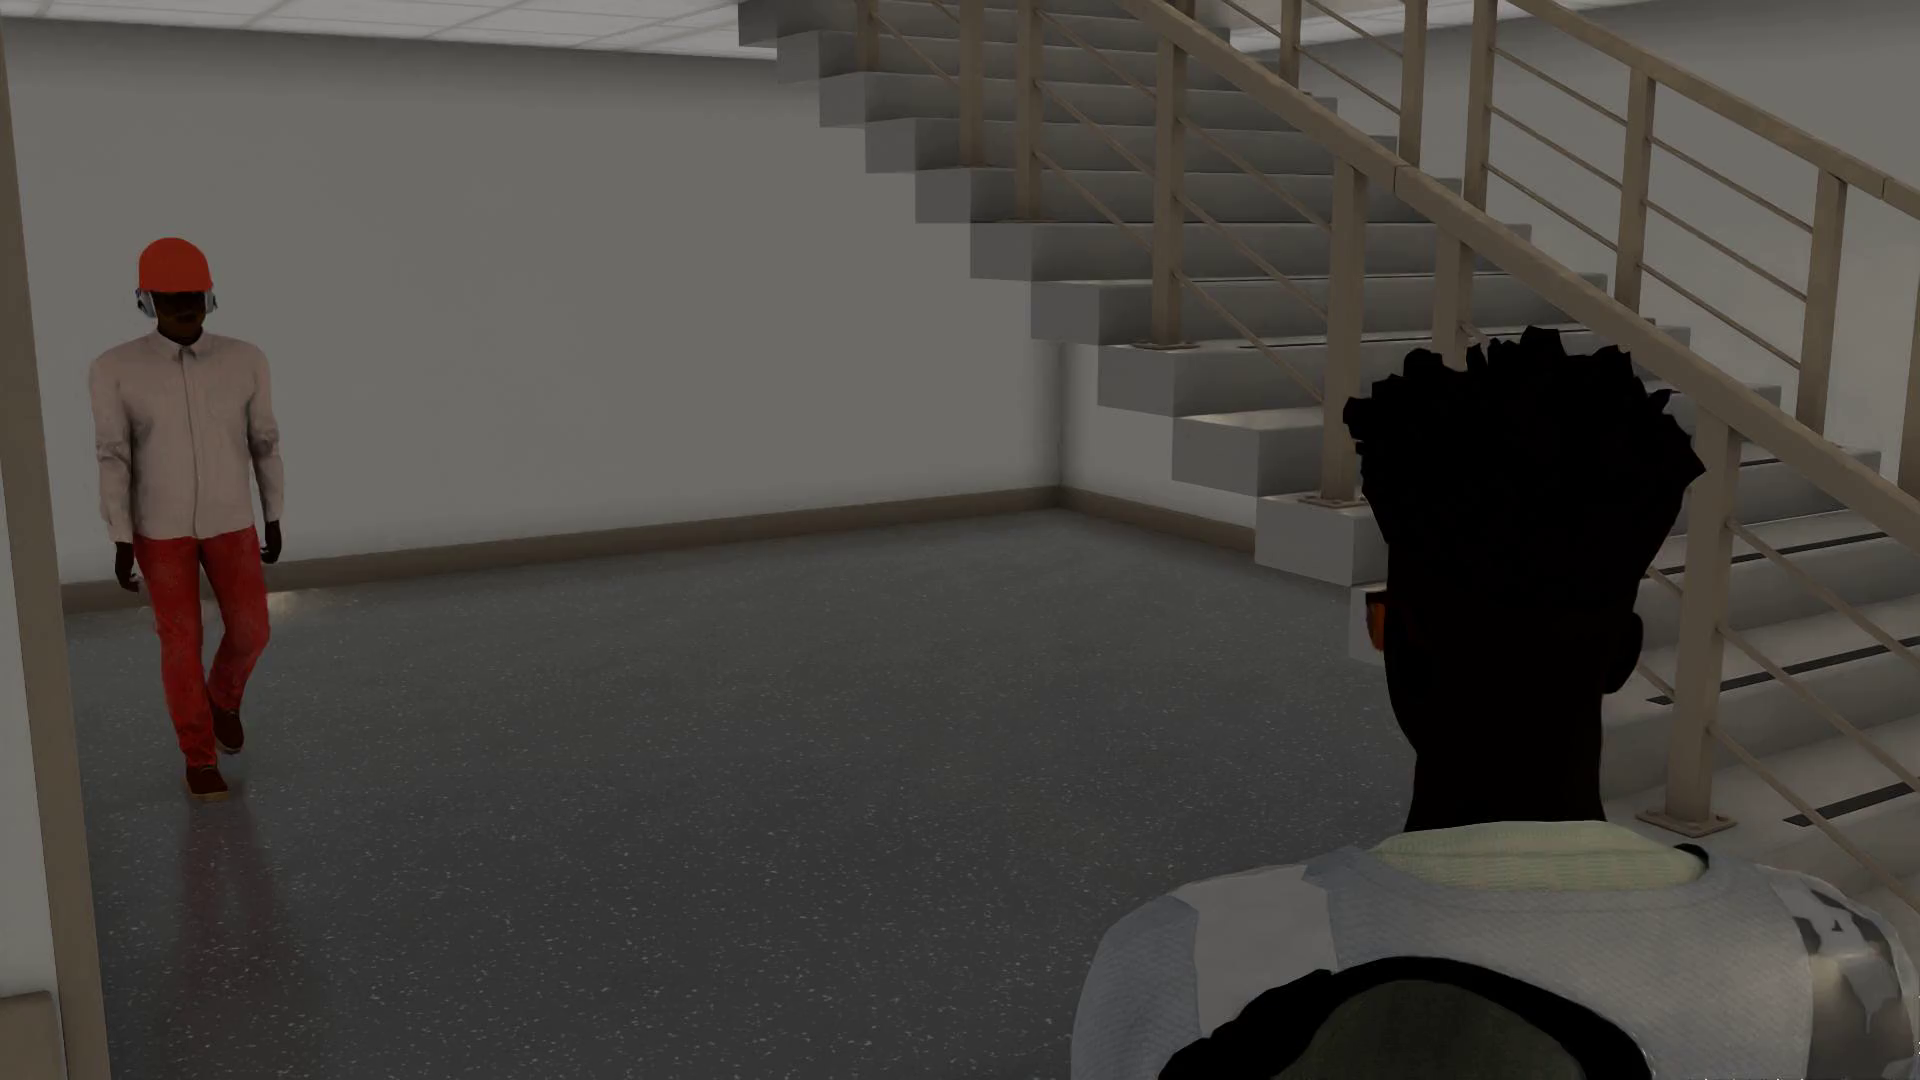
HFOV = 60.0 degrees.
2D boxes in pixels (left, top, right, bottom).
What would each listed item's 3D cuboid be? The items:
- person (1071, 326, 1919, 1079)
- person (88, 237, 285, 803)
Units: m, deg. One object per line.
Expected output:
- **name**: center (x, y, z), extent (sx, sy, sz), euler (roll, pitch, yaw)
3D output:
- **person**: center (0.360, 0.827, 1.241), extent (0.614, 1.952, 0.386), euler (-2, 11, -9)
- **person**: center (-2.712, -0.069, 5.892), extent (0.620, 1.981, 0.562), euler (-8, 13, -36)
